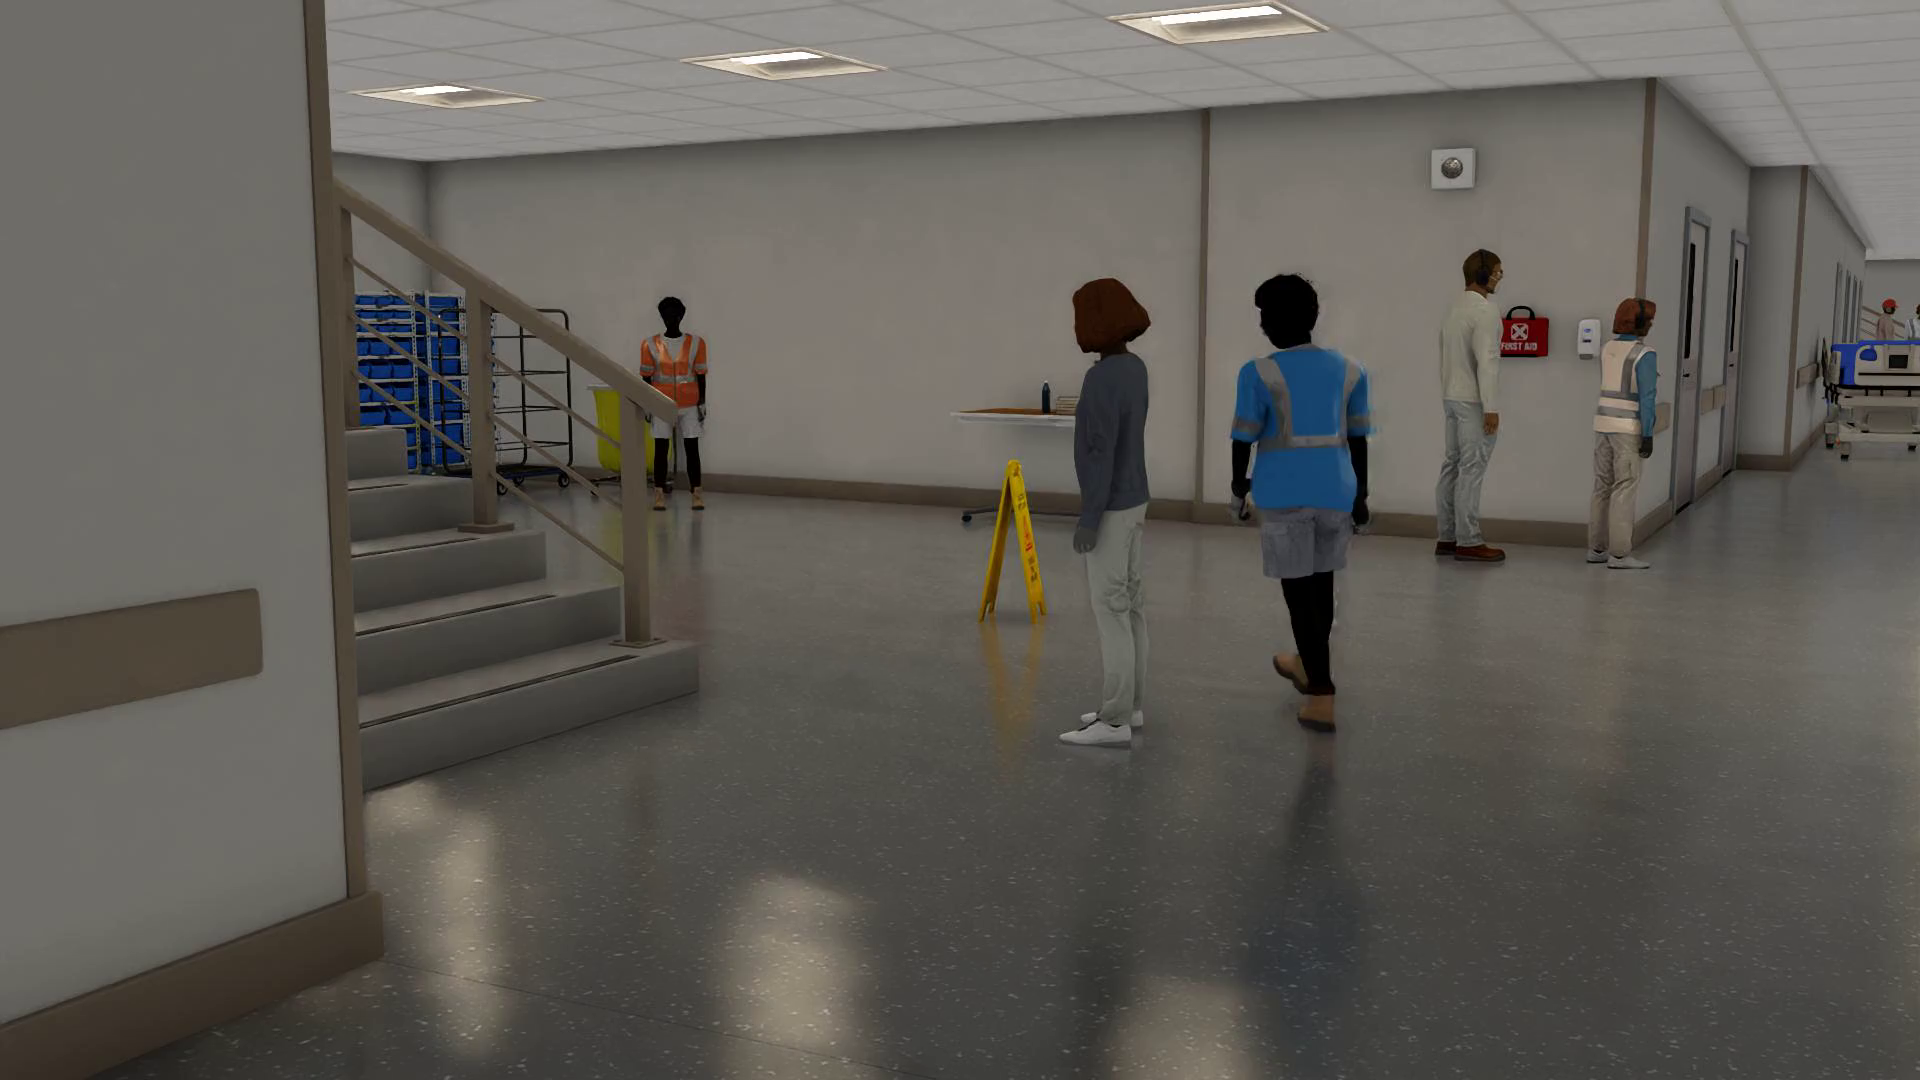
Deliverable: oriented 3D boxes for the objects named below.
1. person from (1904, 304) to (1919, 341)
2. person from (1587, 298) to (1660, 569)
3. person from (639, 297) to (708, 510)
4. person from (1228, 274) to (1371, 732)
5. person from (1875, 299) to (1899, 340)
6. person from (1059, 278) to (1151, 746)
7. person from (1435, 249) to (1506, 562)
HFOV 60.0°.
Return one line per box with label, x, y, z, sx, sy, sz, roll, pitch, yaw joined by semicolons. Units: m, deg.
person;18.925;-3.722;32.799;0.575;1.881;0.356;3;8;19
person;4.008;-0.638;10.041;0.317;1.629;0.508;-2;8;-13
person;-2.253;-1.068;13.126;0.536;1.689;0.324;-1;8;-11
person;1.227;-0.155;6.235;0.546;1.651;0.803;-3;8;-21
person;19.434;-4.054;34.920;0.394;1.992;0.622;1;8;10
person;0.522;-0.095;5.840;0.288;1.633;0.497;3;8;20
person;3.192;-0.837;10.380;0.354;1.937;0.635;-1;7;-7
